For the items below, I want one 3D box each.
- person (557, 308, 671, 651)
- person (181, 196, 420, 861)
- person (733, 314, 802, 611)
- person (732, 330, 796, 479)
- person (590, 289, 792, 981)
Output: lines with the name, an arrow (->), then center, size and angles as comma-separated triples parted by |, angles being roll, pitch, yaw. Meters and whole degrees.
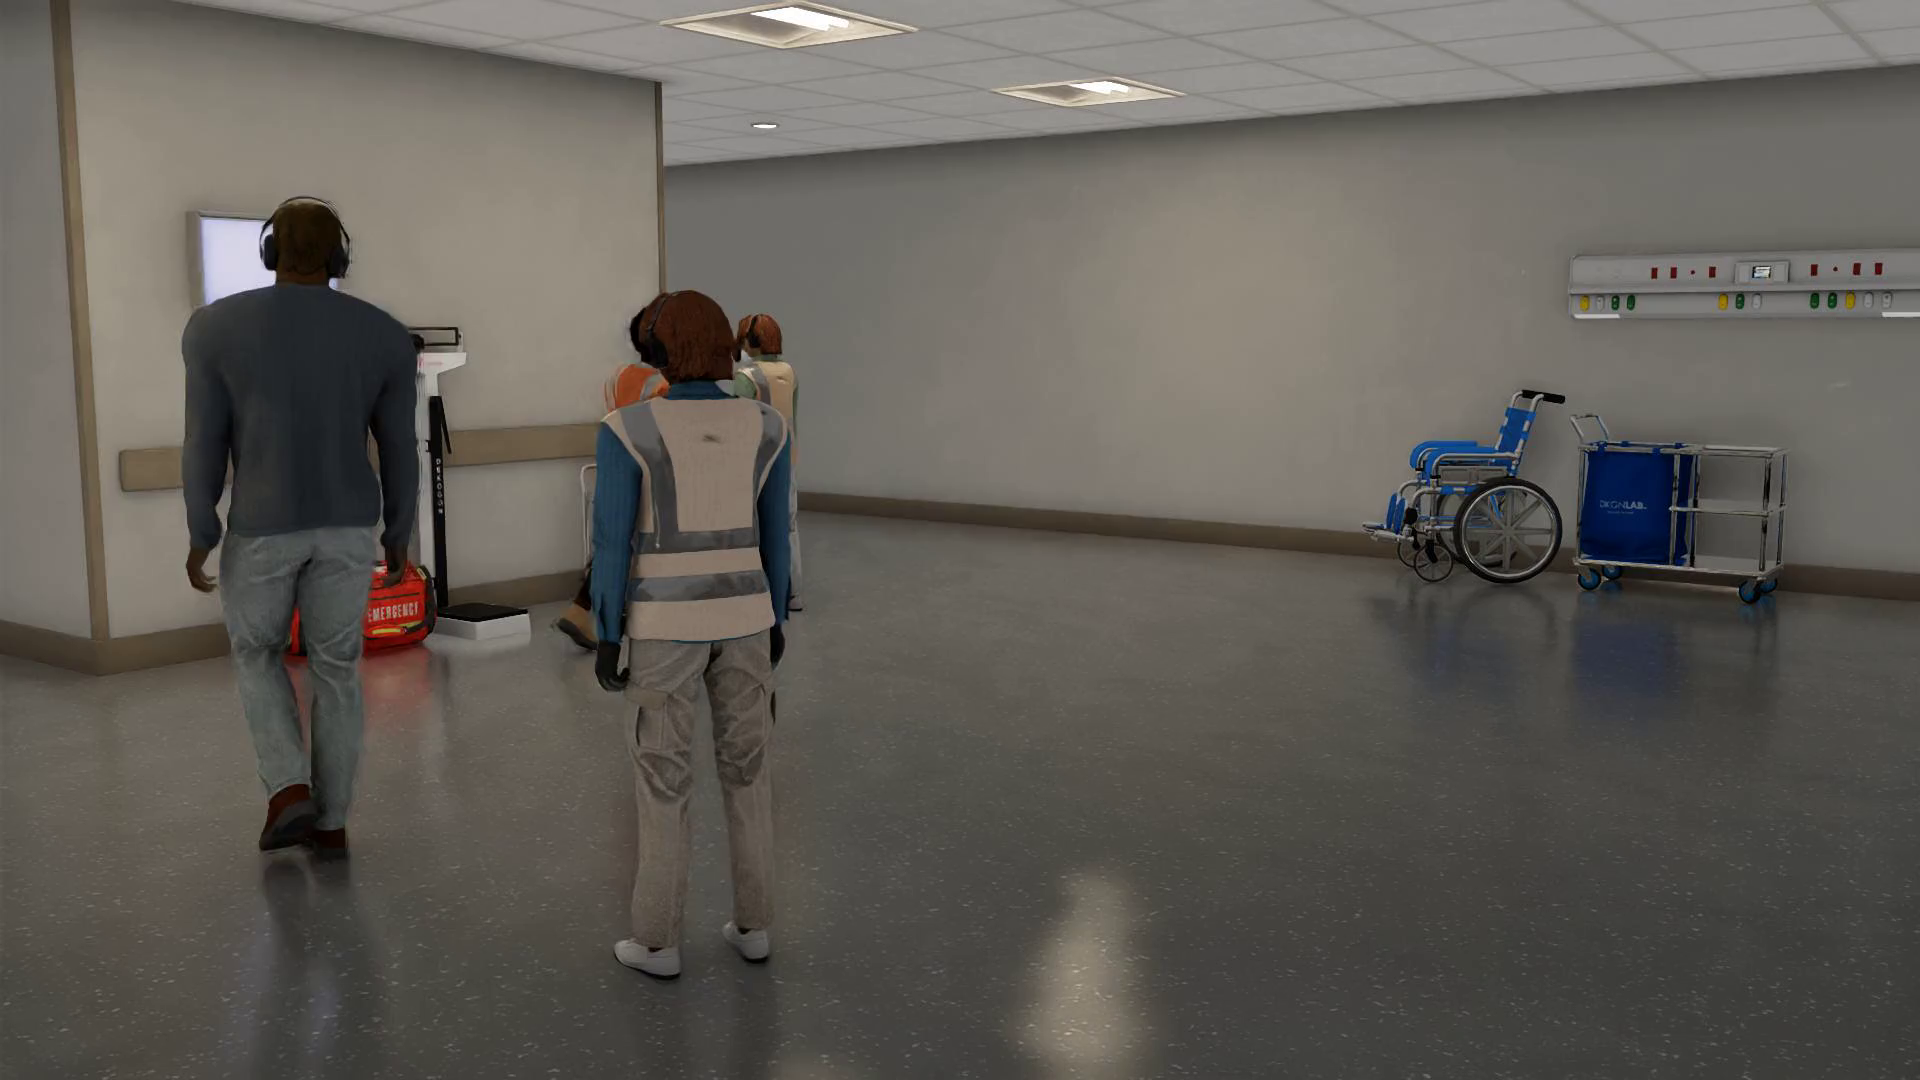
person -> -1.550, -0.288, 7.977 | 0.817, 1.664, 0.550 | -6, 9, -40
person -> -1.894, -0.023, 4.817 | 0.642, 1.918, 0.436 | -4, 8, -28
person -> -1.041, -0.396, 8.975 | 0.313, 1.632, 0.518 | 4, 8, 29
person -> -1.119, -0.440, 9.394 | 0.539, 1.604, 0.584 | -4, 8, -32
person -> -0.625, 0.226, 3.971 | 0.518, 1.631, 0.319 | -5, 9, -35
